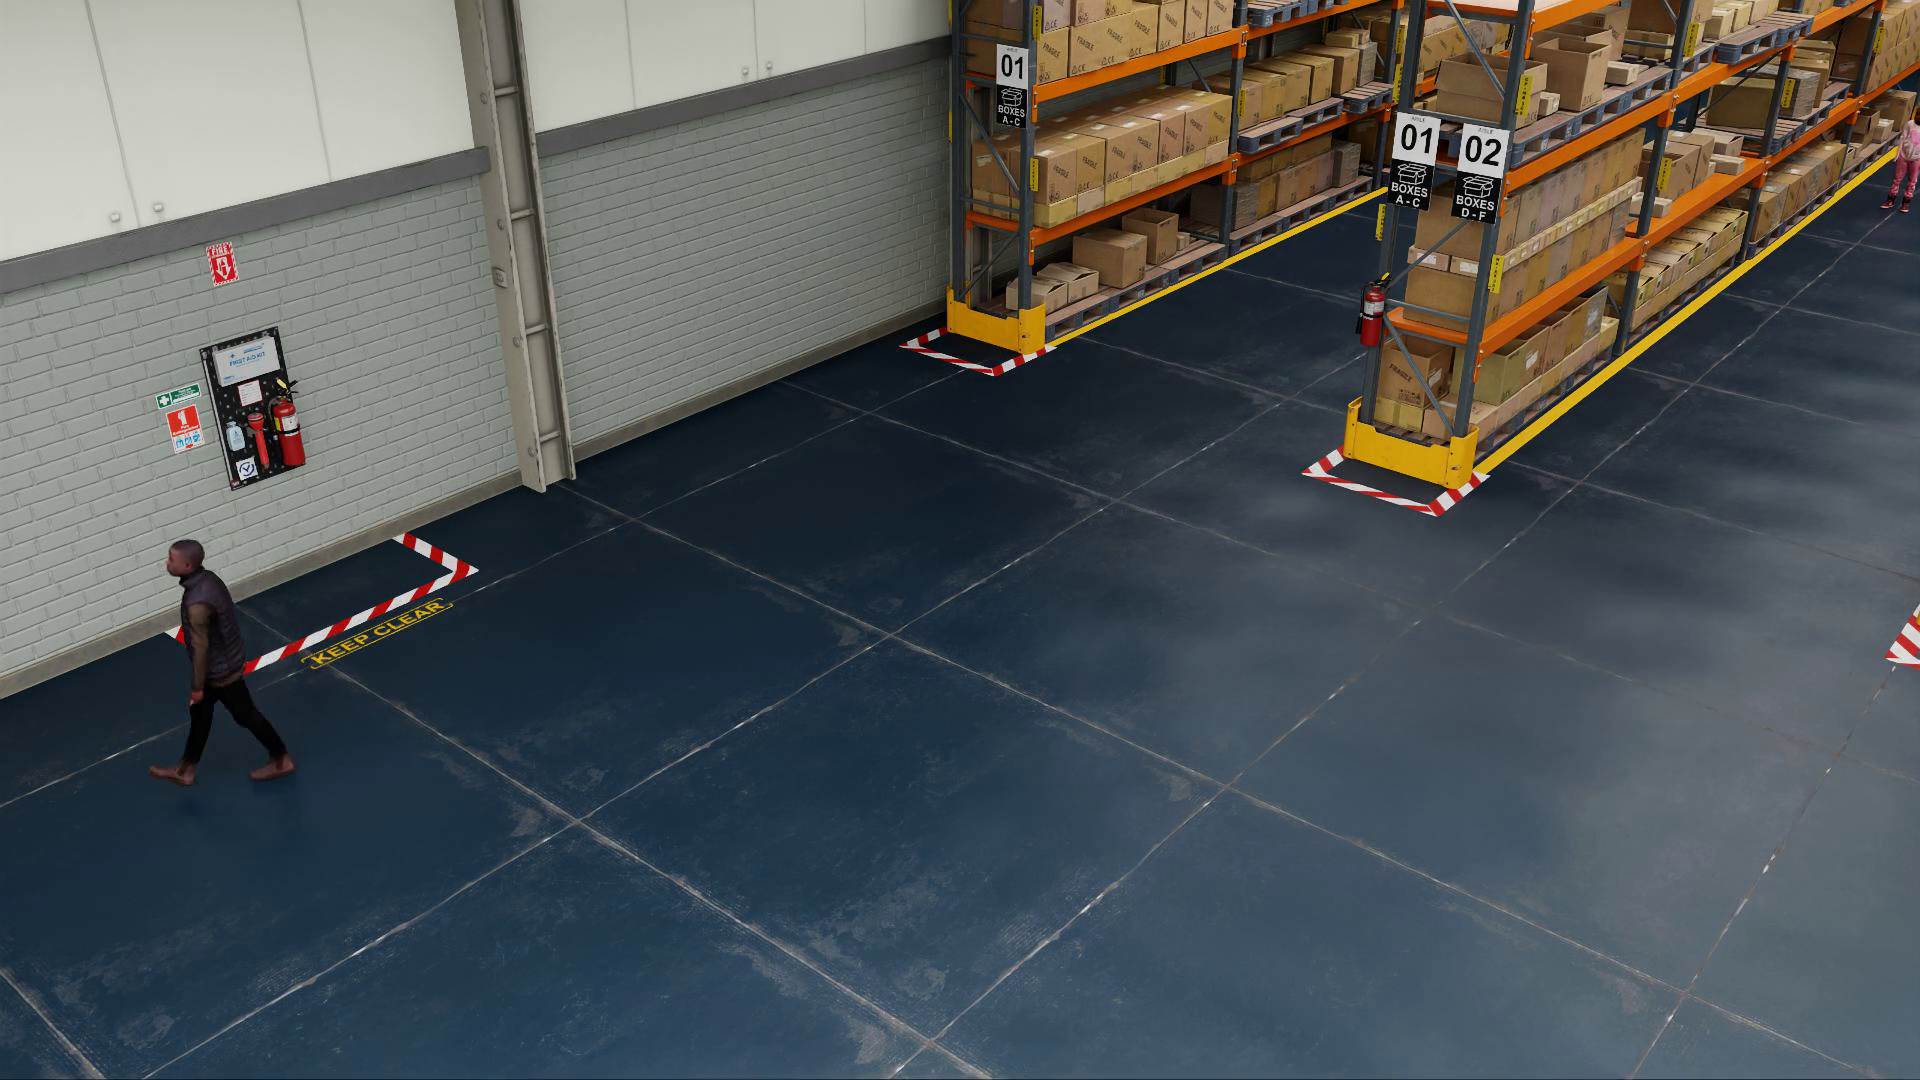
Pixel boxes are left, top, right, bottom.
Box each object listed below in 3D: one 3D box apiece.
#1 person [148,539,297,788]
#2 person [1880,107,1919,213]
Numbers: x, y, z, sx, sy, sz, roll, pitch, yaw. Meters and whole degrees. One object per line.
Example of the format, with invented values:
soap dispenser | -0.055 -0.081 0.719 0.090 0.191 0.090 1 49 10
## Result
person | -4.647 0.813 10.637 1.240 1.793 1.049 -11 30 -20
person | 12.672 -5.122 22.145 0.534 1.452 0.487 23 36 36
